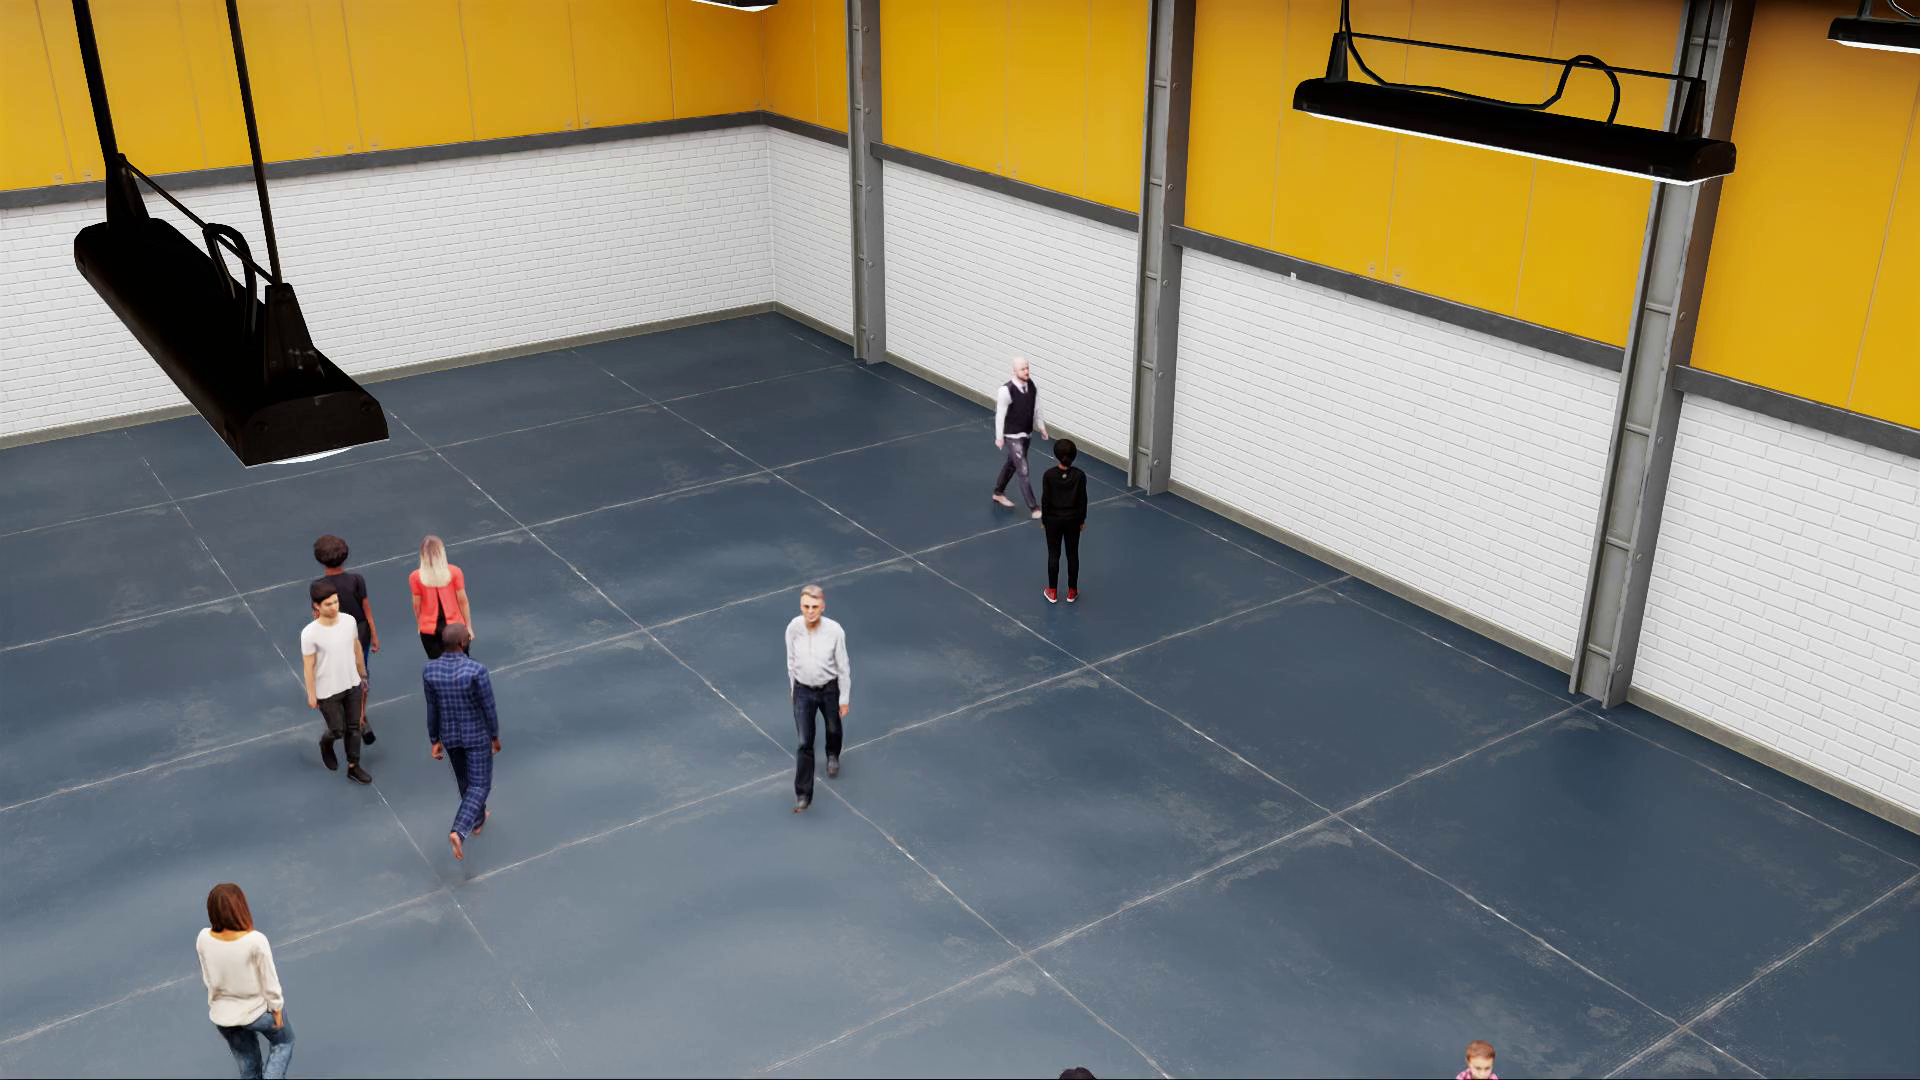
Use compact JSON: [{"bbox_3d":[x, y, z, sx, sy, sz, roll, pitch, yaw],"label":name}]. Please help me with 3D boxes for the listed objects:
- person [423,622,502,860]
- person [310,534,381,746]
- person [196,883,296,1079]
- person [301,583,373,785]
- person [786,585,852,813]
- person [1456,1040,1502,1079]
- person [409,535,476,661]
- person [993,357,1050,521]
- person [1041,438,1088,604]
[{"bbox_3d":[-3.623,1.483,12.099,1.045,1.792,1.120,2,24,5],"label":"person"},{"bbox_3d":[-4.972,0.857,13.563,0.647,1.766,1.066,-14,27,-29],"label":"person"},{"bbox_3d":[-4.082,2.716,9.431,0.791,1.671,0.851,1,24,3],"label":"person"},{"bbox_3d":[-4.931,1.105,13.062,0.867,1.714,0.774,17,29,34],"label":"person"},{"bbox_3d":[-1.077,1.134,12.926,1.167,1.769,1.266,3,24,6],"label":"person"},{"bbox_3d":[2.859,3.173,9.207,0.666,1.011,0.724,5,24,10],"label":"person"},{"bbox_3d":[-4.285,0.807,13.816,0.857,1.655,1.145,-6,24,-13],"label":"person"},{"bbox_3d":[0.582,-1.123,18.088,1.253,1.769,0.855,21,31,39],"label":"person"},{"bbox_3d":[1.000,-0.194,16.082,0.680,1.675,0.699,-1,24,-1],"label":"person"}]
